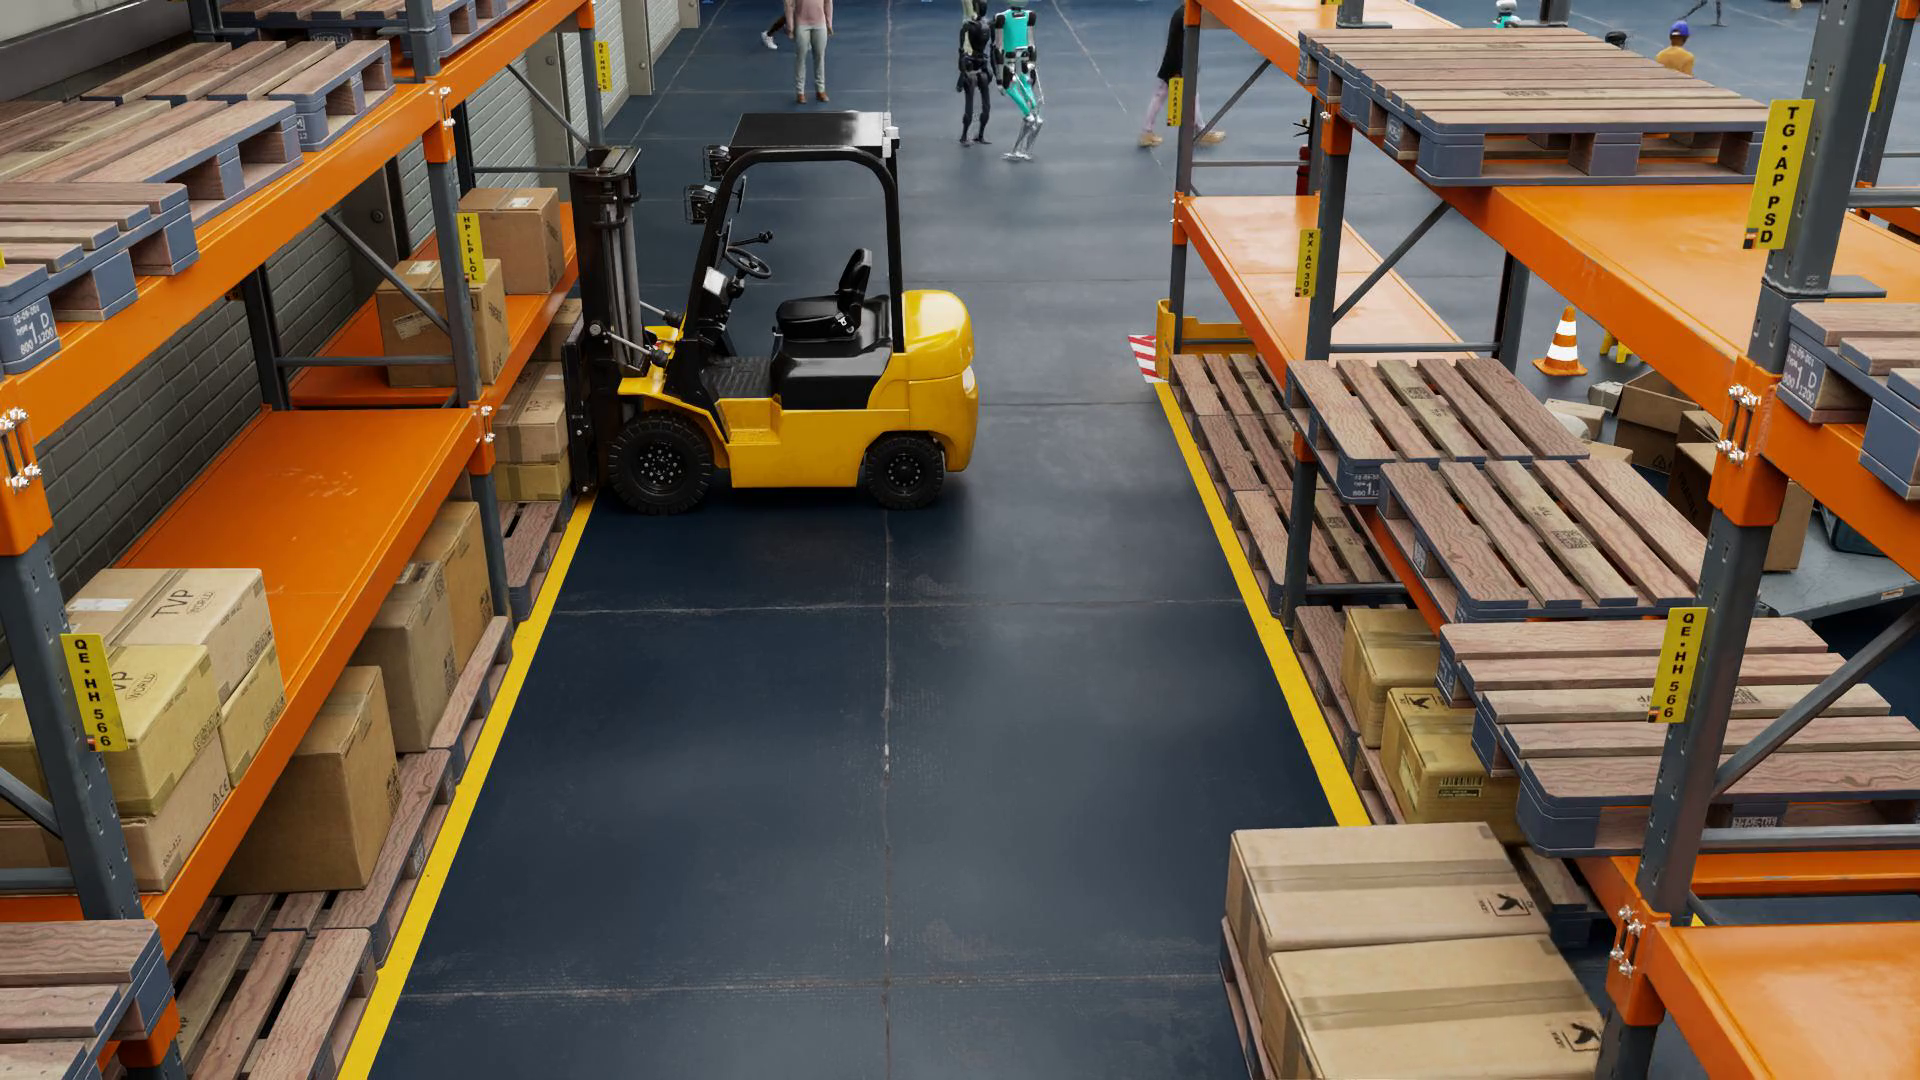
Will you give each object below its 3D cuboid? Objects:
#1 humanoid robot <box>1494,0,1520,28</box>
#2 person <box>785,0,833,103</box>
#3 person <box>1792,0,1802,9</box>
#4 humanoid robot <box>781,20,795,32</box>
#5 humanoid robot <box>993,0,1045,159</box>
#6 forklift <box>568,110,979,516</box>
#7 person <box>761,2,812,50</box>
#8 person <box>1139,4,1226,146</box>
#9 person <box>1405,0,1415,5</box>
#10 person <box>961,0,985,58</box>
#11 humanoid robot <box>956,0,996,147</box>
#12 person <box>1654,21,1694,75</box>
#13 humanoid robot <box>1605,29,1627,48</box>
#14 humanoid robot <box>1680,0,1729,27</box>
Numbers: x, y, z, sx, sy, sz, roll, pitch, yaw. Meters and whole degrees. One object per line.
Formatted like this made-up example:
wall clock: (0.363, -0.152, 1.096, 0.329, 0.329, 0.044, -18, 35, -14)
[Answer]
humanoid robot: (5.603, -4.942, 17.981, 0.677, 1.737, 0.530, 3, 25, 7)
person: (-1.928, -6.606, 21.339, 0.634, 1.937, 0.353, -8, 27, -17)
person: (14.871, -10.274, 29.181, 0.550, 1.873, 0.595, 23, 34, 39)
humanoid robot: (-2.801, -9.020, 26.806, 0.554, 1.649, 0.624, 8, 27, 17)
humanoid robot: (0.724, -5.012, 18.198, 0.543, 1.792, 0.715, -16, 30, -31)
forklift: (-1.043, -1.379, 9.976, 2.313, 2.155, 1.214, -1, 25, -2)
person: (-2.551, -8.328, 25.068, 0.865, 1.872, 0.550, 1, 25, 2)
person: (2.533, -5.371, 18.902, 1.002, 1.799, 0.581, -3, 25, -6)
person: (6.722, -8.332, 25.102, 0.562, 1.845, 0.389, -9, 27, -18)
person: (0.200, -8.011, 24.539, 0.345, 1.745, 0.561, -8, 27, -17)
humanoid robot: (0.201, -5.369, 19.019, 0.613, 1.647, 0.312, -21, 32, -37)
person: (7.199, -4.388, 16.911, 0.699, 1.694, 0.498, -20, 32, -36)
humanoid robot: (6.576, -4.266, 16.704, 0.594, 1.642, 0.458, -17, 30, -32)
humanoid robot: (12.475, -9.360, 27.563, 0.804, 1.644, 0.599, 15, 29, 29)
